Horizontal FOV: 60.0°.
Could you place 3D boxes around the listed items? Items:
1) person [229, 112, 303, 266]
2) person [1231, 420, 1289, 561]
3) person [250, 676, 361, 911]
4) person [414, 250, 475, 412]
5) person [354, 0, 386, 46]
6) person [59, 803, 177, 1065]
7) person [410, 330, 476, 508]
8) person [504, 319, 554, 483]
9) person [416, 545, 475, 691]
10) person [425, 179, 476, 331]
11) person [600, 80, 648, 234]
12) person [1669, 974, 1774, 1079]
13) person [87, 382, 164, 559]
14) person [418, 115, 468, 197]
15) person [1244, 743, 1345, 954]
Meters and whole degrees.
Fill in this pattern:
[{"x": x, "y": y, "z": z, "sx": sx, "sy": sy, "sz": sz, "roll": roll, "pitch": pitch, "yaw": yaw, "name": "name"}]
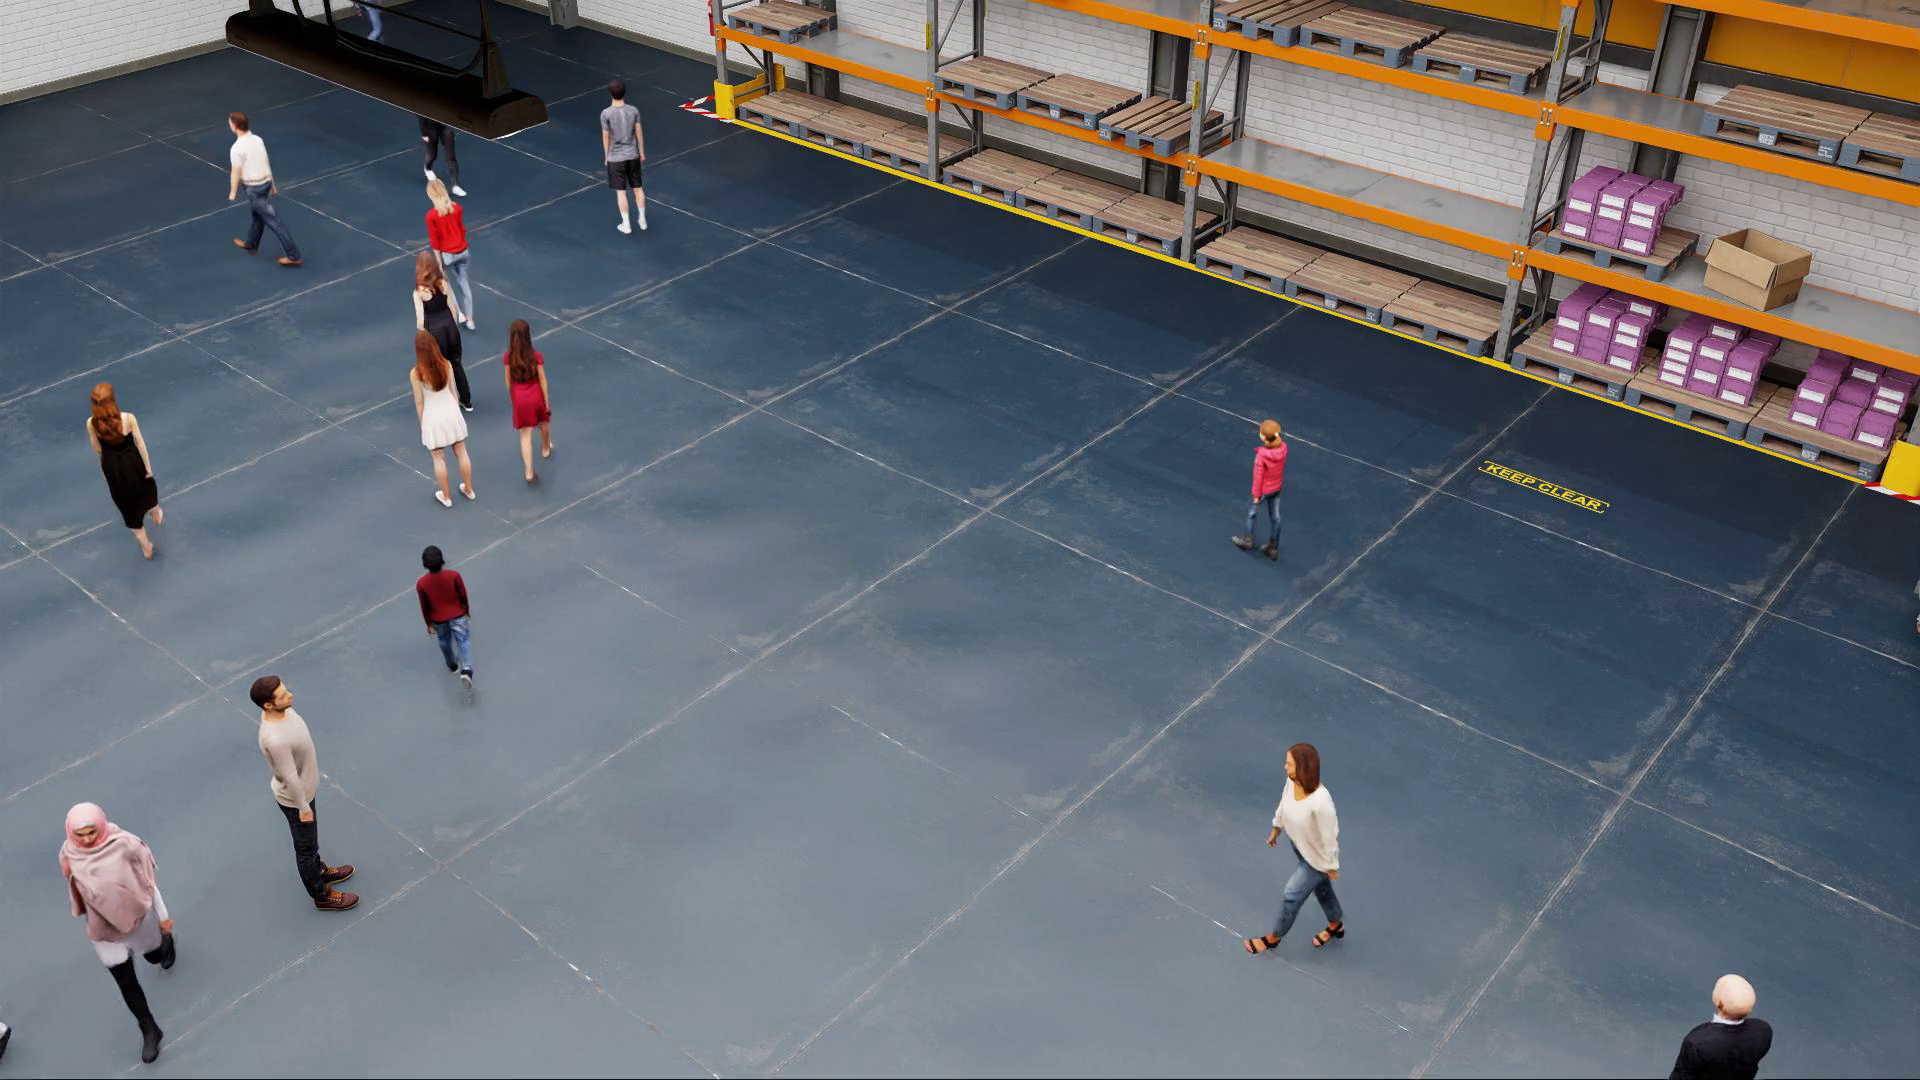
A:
[{"x": -8.061, "y": -4.036, "z": 19.321, "sx": 1.286, "sy": 1.810, "sz": 1.037, "roll": 7, "pitch": 34, "yaw": 11, "name": "person"}, {"x": 2.701, "y": -0.407, "z": 14.322, "sx": 0.643, "sy": 1.301, "sz": 0.745, "roll": -17, "pitch": 37, "yaw": -24, "name": "person"}, {"x": -4.292, "y": 1.622, "z": 10.758, "sx": 0.801, "sy": 1.868, "sz": 0.681, "roll": -12, "pitch": 36, "yaw": -18, "name": "person"}, {"x": -5.088, "y": -2.016, "z": 16.339, "sx": 0.517, "sy": 1.748, "sz": 0.599, "roll": 23, "pitch": 40, "yaw": 31, "name": "person"}, {"x": -9.107, "y": -8.123, "z": 25.507, "sx": 1.010, "sy": 1.769, "sz": 0.790, "roll": 18, "pitch": 37, "yaw": 25, "name": "person"}, {"x": -4.970, "y": 2.218, "z": 9.943, "sx": 1.027, "sy": 1.776, "sz": 1.205, "roll": -9, "pitch": 35, "yaw": -13, "name": "person"}, {"x": -4.672, "y": -1.103, "z": 15.001, "sx": 0.621, "sy": 1.709, "sz": 0.623, "roll": -18, "pitch": 38, "yaw": -25, "name": "person"}, {"x": -4.015, "y": -1.270, "z": 15.420, "sx": 0.932, "sy": 1.522, "sz": 1.057, "roll": -6, "pitch": 34, "yaw": -9, "name": "person"}, {"x": -3.953, "y": 0.600, "z": 12.860, "sx": 0.741, "sy": 1.242, "sz": 0.868, "roll": -11, "pitch": 35, "yaw": -16, "name": "person"}, {"x": -5.420, "y": -3.037, "z": 17.928, "sx": 0.651, "sy": 1.689, "sz": 0.616, "roll": -27, "pitch": 42, "yaw": -35, "name": "person"}, {"x": -4.080, "y": -4.656, "z": 20.199, "sx": 0.724, "sy": 1.872, "sz": 0.674, "roll": -17, "pitch": 37, "yaw": -24, "name": "person"}, {"x": 3.950, "y": 3.014, "z": 8.746, "sx": 1.155, "sy": 1.776, "sz": 1.228, "roll": -4, "pitch": 34, "yaw": -6, "name": "person"}, {"x": -7.177, "y": -0.556, "z": 14.284, "sx": 0.832, "sy": 1.591, "sz": 1.047, "roll": -14, "pitch": 36, "yaw": -20, "name": "person"}, {"x": -6.746, "y": -5.268, "z": 21.317, "sx": 0.684, "sy": 1.653, "sz": 1.150, "roll": -28, "pitch": 43, "yaw": -36, "name": "person"}, {"x": 2.296, "y": 1.962, "z": 10.458, "sx": 1.013, "sy": 1.633, "sz": 0.986, "roll": -11, "pitch": 35, "yaw": -15, "name": "person"}]
